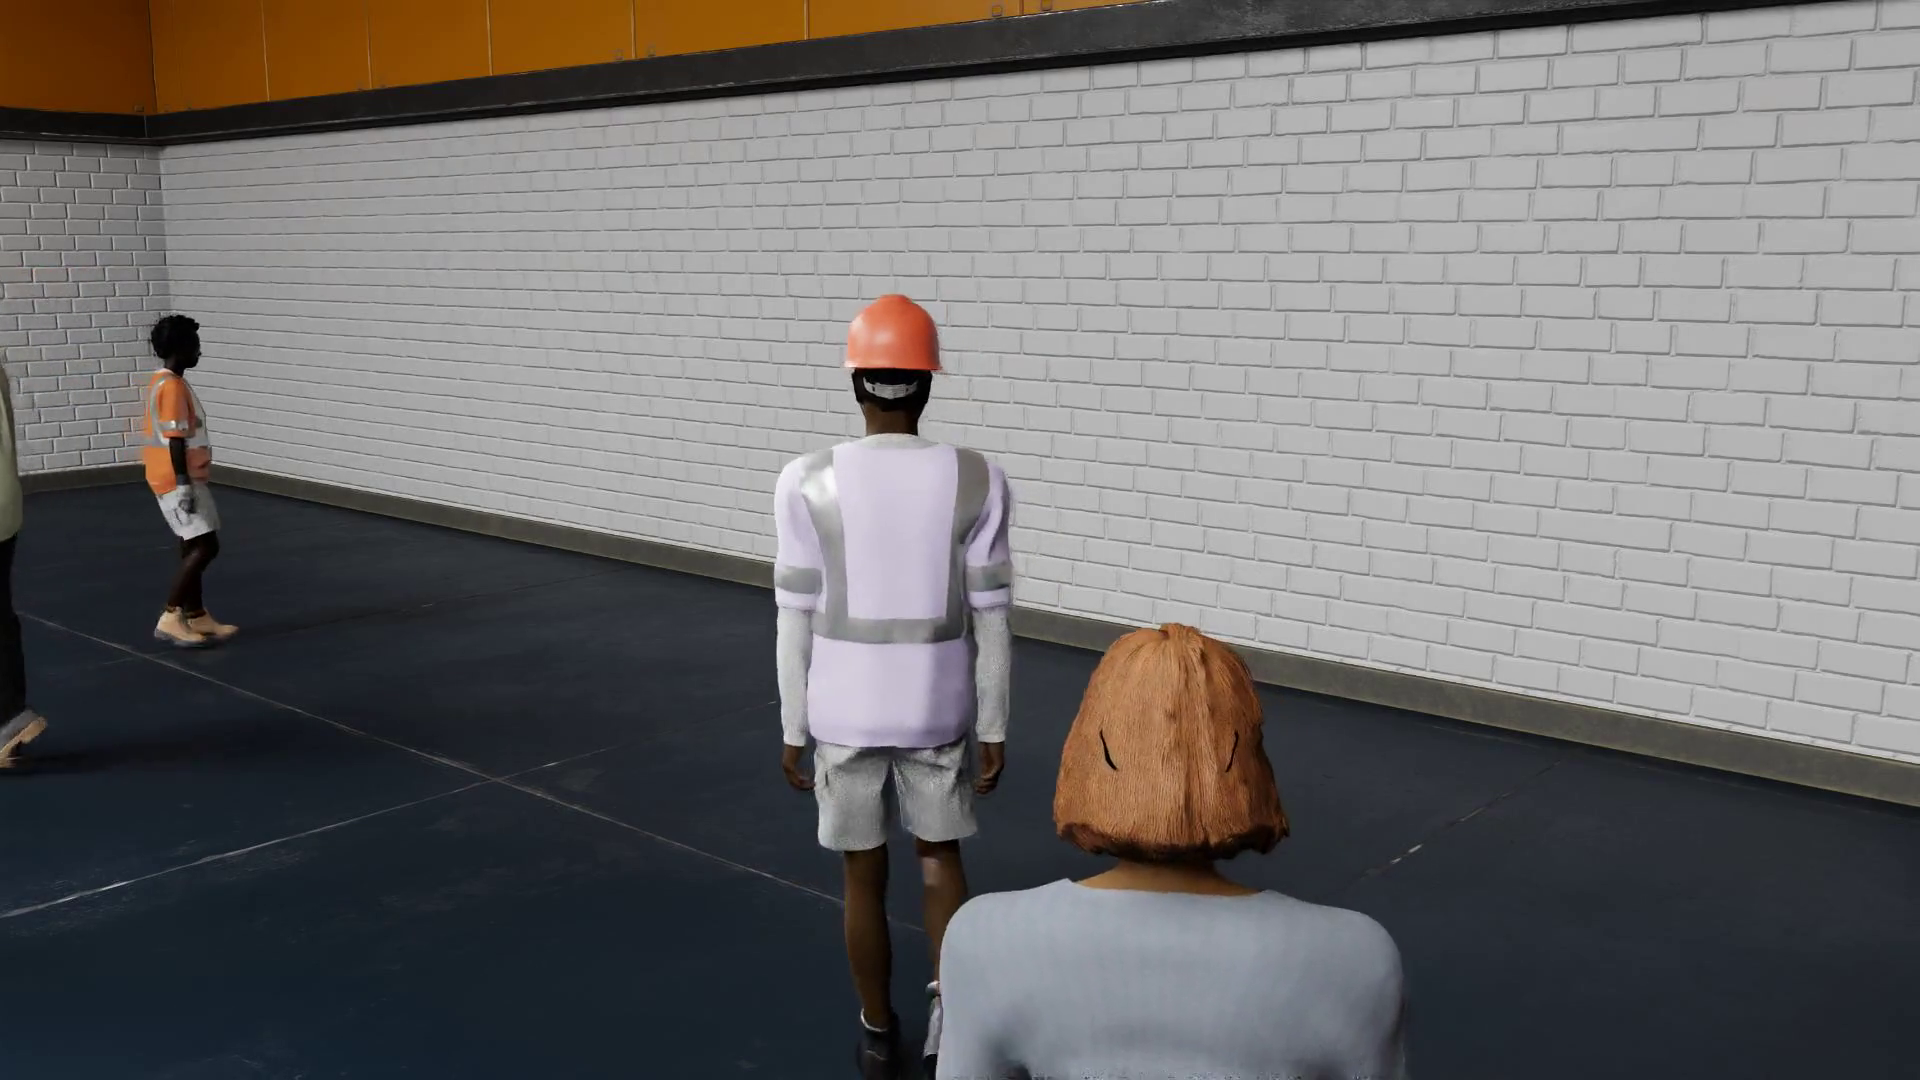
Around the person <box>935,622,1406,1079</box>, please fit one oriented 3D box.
[{"bbox_3d":[0.226,0.894,1.877,0.516,1.633,0.327,2,10,11],"label":"person"}]

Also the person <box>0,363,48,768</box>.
[{"bbox_3d":[-3.811,-0.070,6.344,0.435,1.980,0.652,-1,10,-6],"label":"person"}]

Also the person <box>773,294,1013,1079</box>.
[{"bbox_3d":[-0.151,0.402,3.846,0.543,1.923,0.531,-2,10,-9],"label":"person"}]

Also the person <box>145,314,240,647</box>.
[{"bbox_3d":[-3.918,-0.292,8.420,0.368,1.690,0.575,-5,11,-26],"label":"person"}]
